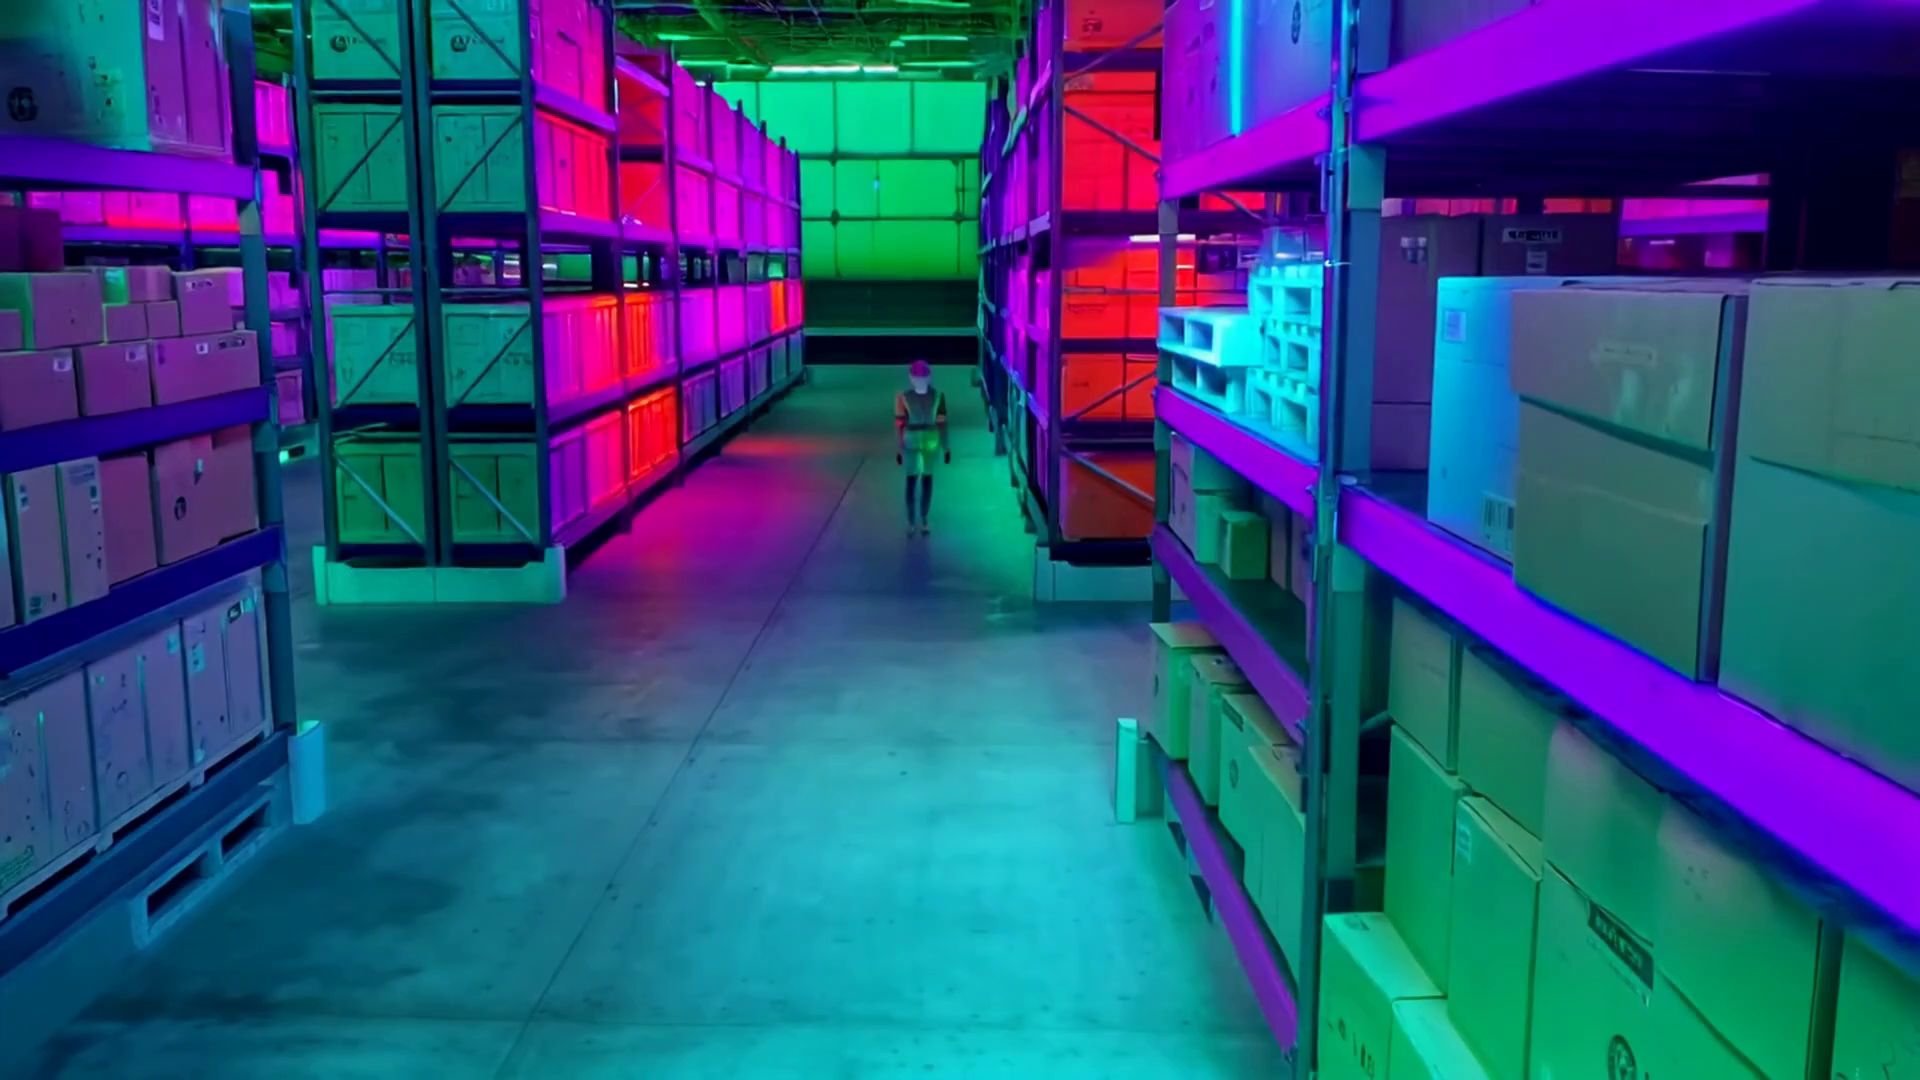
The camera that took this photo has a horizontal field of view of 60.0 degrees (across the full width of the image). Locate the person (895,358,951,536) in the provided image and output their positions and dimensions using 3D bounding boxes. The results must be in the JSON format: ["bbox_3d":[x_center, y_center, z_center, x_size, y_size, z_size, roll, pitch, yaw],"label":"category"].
[{"bbox_3d":[-0.419,-1.041,18.854,0.626,2.020,0.648,-1,9,-5],"label":"person"}]
